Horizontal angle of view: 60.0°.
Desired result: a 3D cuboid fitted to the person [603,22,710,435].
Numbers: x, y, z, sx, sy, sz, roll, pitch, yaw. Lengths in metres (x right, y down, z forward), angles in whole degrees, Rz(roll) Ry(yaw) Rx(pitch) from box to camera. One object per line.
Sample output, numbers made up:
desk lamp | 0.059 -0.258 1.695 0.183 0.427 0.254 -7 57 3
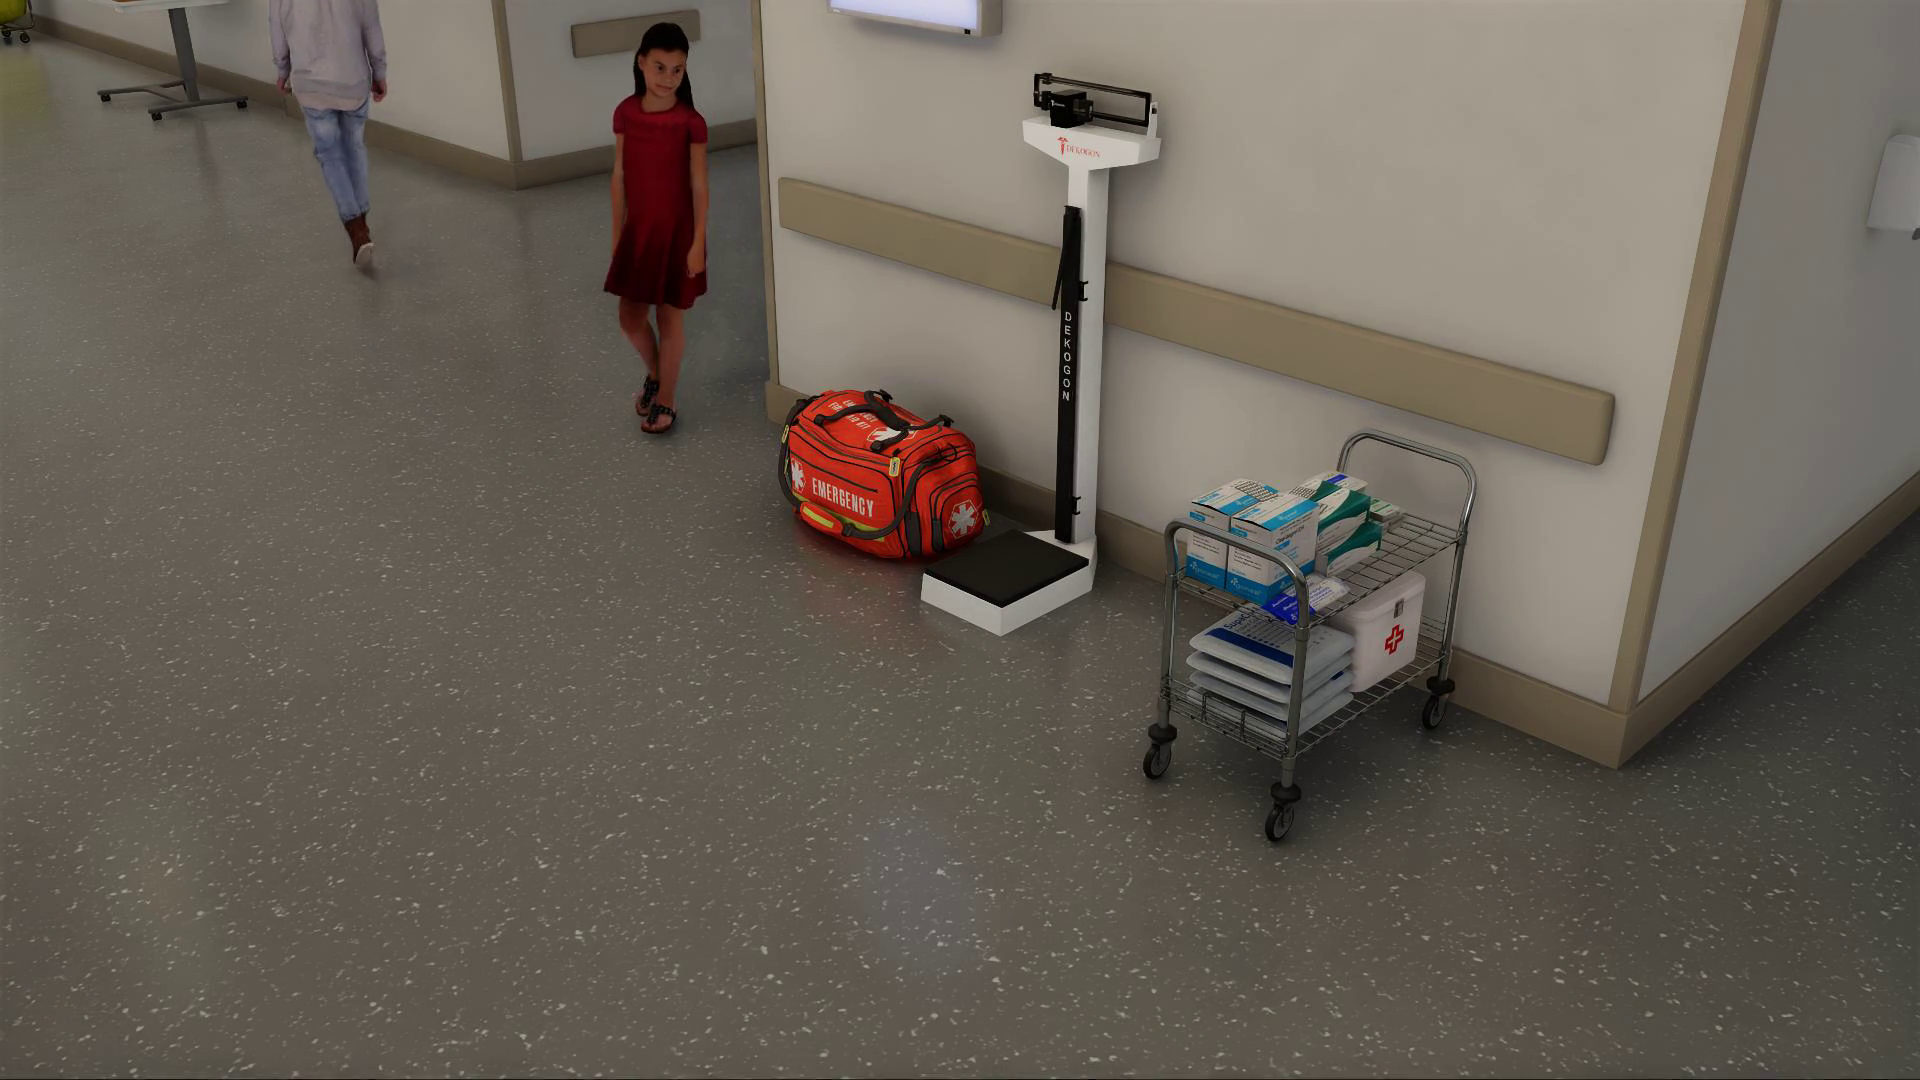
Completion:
person | -1.097 -1.170 6.283 0.729 1.529 0.782 7 27 14

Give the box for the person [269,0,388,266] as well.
person | -3.108 -2.268 8.236 0.928 1.811 1.225 -13 28 -24
